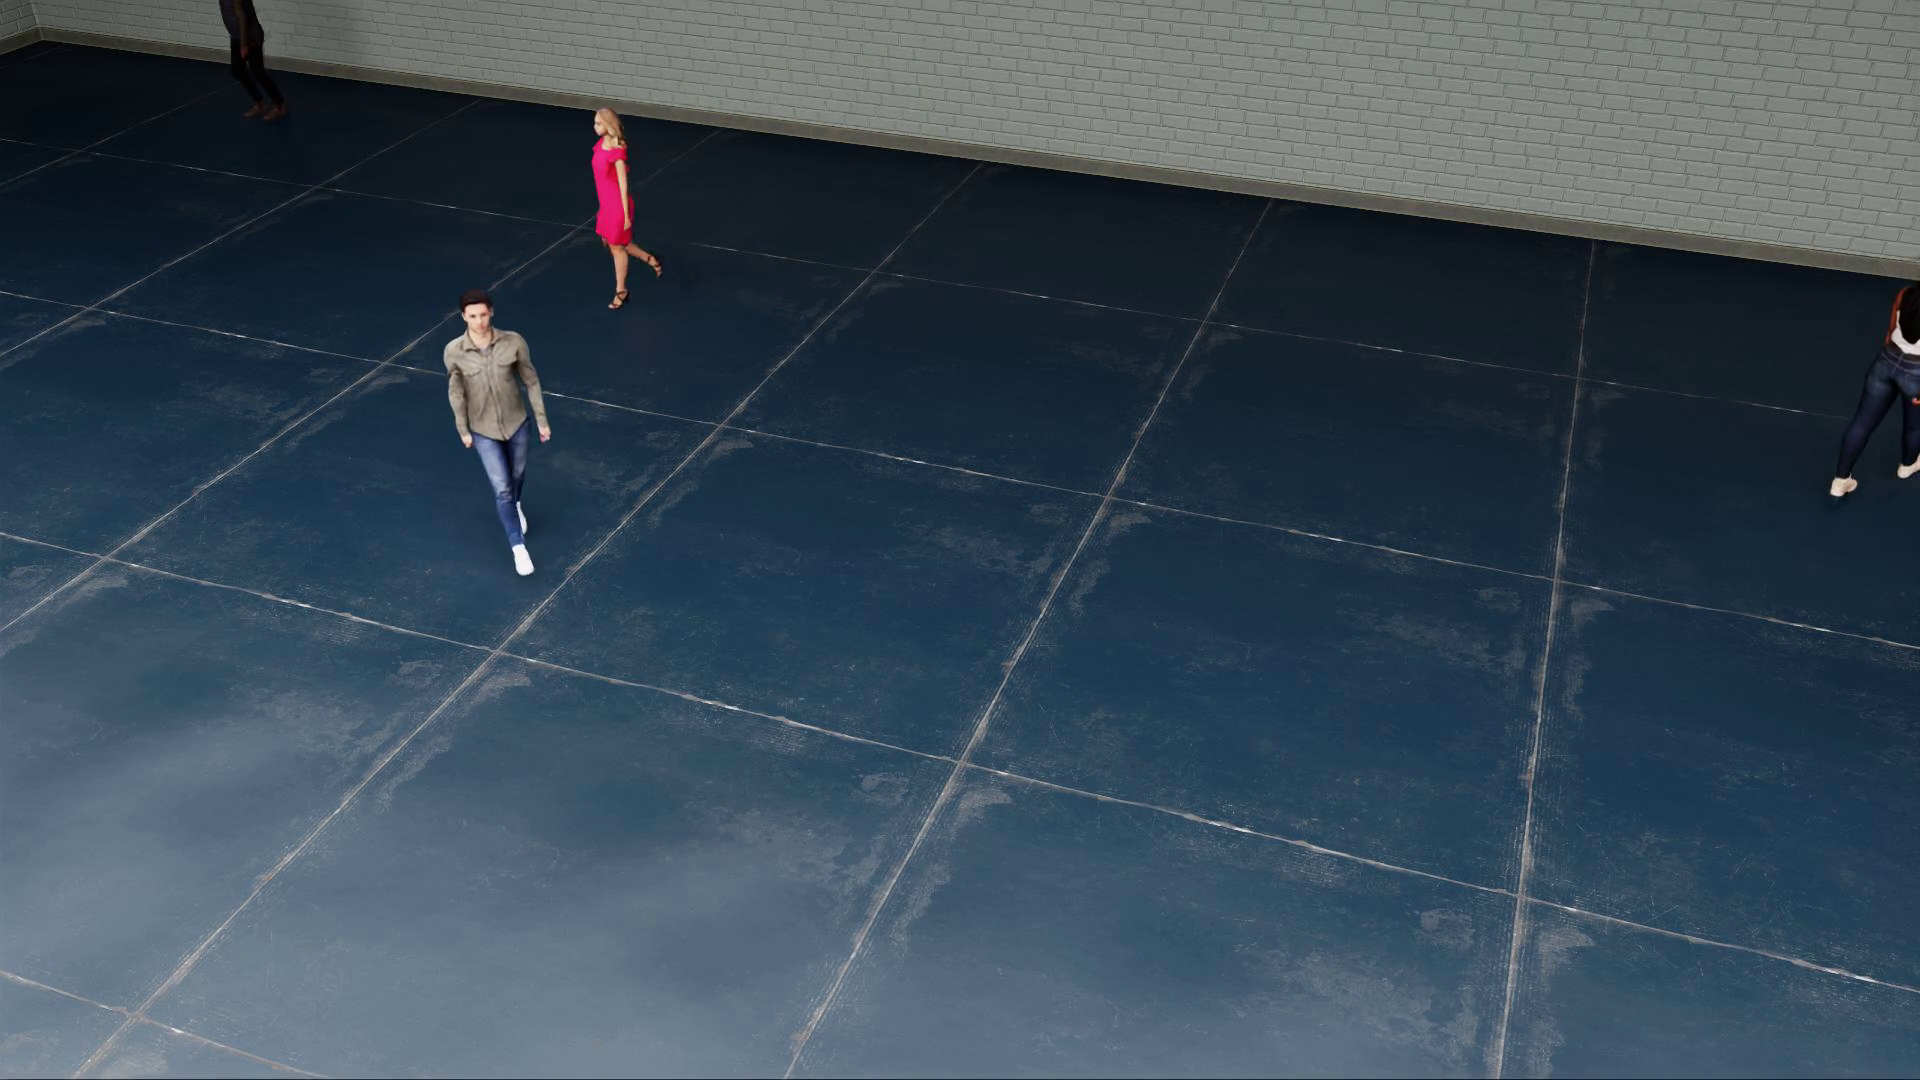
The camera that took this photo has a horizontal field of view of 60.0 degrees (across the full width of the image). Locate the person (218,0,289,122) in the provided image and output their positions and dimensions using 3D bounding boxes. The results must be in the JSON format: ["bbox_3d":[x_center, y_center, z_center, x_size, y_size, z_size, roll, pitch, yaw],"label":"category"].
[{"bbox_3d":[-7.545,-5.349,17.708,0.881,1.798,0.853,-21,39,-29],"label":"person"}]

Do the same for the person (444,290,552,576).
[{"bbox_3d":[-2.943,-0.763,10.640,1.183,1.818,1.245,-14,36,-20],"label":"person"}]

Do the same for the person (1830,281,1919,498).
[{"bbox_3d":[6.268,-1.063,11.151,1.228,1.761,1.081,-20,38,-27],"label":"person"}]

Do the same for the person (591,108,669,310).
[{"bbox_3d":[-2.783,-2.774,13.825,0.940,1.714,0.846,-19,38,-27],"label":"person"}]
